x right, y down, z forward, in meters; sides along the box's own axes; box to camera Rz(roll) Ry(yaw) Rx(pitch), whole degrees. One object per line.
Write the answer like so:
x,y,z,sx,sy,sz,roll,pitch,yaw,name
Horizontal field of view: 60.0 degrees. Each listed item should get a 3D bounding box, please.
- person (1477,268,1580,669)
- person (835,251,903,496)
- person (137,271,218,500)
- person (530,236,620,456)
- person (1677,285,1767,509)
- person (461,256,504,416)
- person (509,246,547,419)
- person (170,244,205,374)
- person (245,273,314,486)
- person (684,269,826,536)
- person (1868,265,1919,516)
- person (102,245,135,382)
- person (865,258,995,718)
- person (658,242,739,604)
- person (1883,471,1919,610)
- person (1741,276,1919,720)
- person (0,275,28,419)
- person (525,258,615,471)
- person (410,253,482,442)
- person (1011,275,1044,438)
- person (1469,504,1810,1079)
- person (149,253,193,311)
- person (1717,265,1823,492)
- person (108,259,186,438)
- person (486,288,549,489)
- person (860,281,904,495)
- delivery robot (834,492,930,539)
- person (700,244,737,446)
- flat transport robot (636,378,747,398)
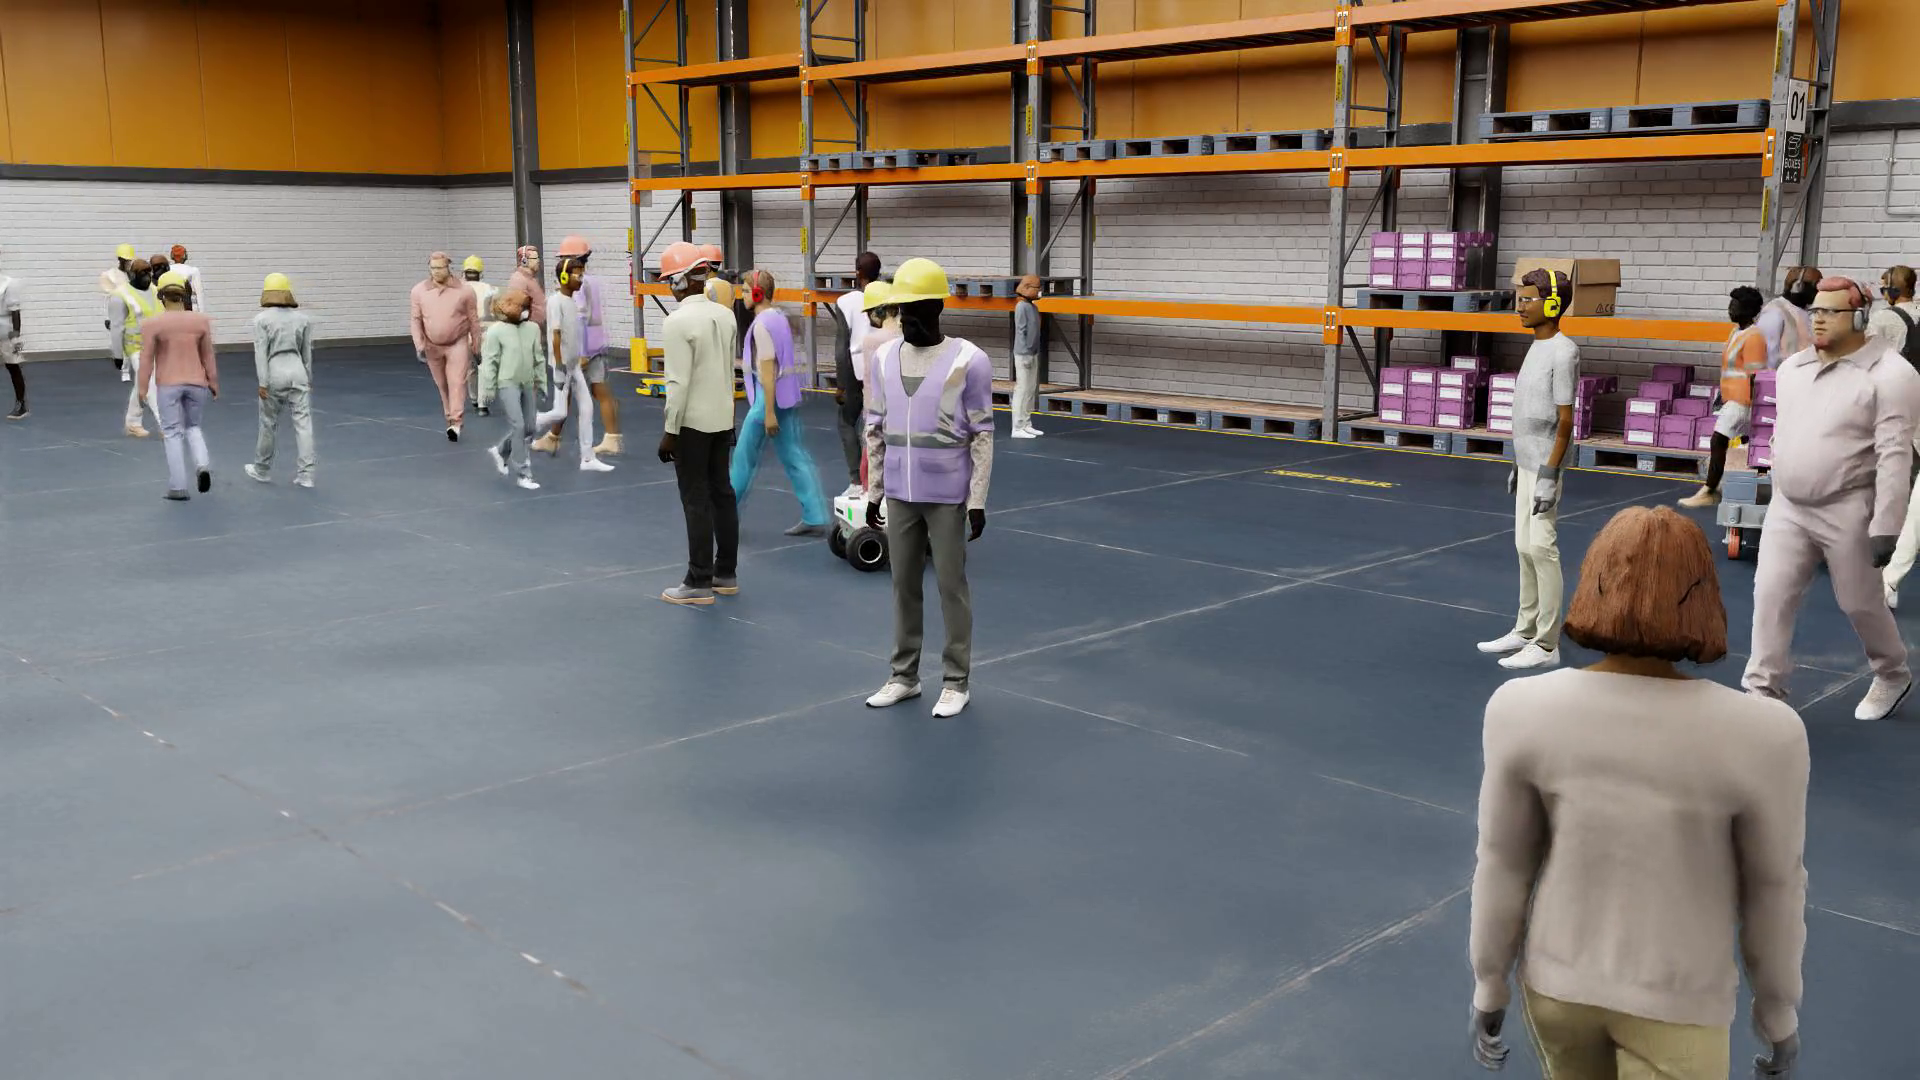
2.696,-0.328,7.812,0.328,1.868,0.513,0,10,1,person
-0.707,-1.225,12.614,0.617,1.895,0.582,-6,12,-31,person
-5.996,-1.175,12.740,0.410,1.746,0.606,9,14,42,person
-3.572,-1.753,15.189,0.976,2.005,0.638,1,10,6,person
5.819,-1.038,12.225,0.829,1.663,0.529,3,11,17,person
-5.474,-2.314,18.881,0.593,1.778,0.966,-2,11,-8,person
-4.658,-2.231,18.078,0.407,1.909,0.640,-1,10,-6,person
-11.256,-3.330,24.123,0.572,1.887,0.356,-2,11,-9,person
-5.537,-1.300,13.525,0.775,1.709,0.496,10,14,42,person
-1.349,-0.901,11.133,0.974,1.786,0.590,1,10,8,person
6.578,-0.998,11.602,0.553,1.819,0.549,-1,10,-7,person
-11.408,-3.090,22.829,0.627,1.872,0.951,-8,13,-39,person
-0.149,-0.215,7.022,0.594,1.926,0.367,6,12,29,person
-1.458,-0.639,9.181,0.394,1.985,0.608,5,11,25,person
5.284,-0.499,8.860,0.971,1.817,0.543,-5,12,-26,person
3.566,-0.137,6.763,0.970,1.869,0.649,-5,12,-26,person
-10.502,-2.234,18.038,0.622,1.914,1.023,0,10,-1,person
-3.433,-1.494,14.249,0.820,1.835,0.528,2,11,9,person
-5.077,-1.894,16.404,0.641,1.847,1.039,0,10,-2,person
0.685,-1.841,16.718,0.277,1.630,0.502,4,11,22,person
1.041,0.745,2.663,0.495,1.606,0.779,9,14,40,person
-9.336,-2.459,19.559,0.621,1.819,0.597,-5,12,-28,person
6.026,-1.119,12.295,0.629,1.809,0.722,-6,12,-32,person
-8.059,-1.883,16.518,0.978,1.794,0.626,3,11,18,person
-3.616,-1.228,13.396,0.609,1.610,0.510,8,13,37,person
-0.464,-0.749,10.451,0.706,1.722,0.566,10,14,42,person
-0.402,-0.167,10.253,0.707,0.478,0.477,-4,11,-19,delivery robot
-2.361,-1.833,15.822,0.375,1.935,0.551,5,11,24,person
-3.358,-1.903,20.750,1.431,0.197,0.652,10,14,44,flat transport robot
